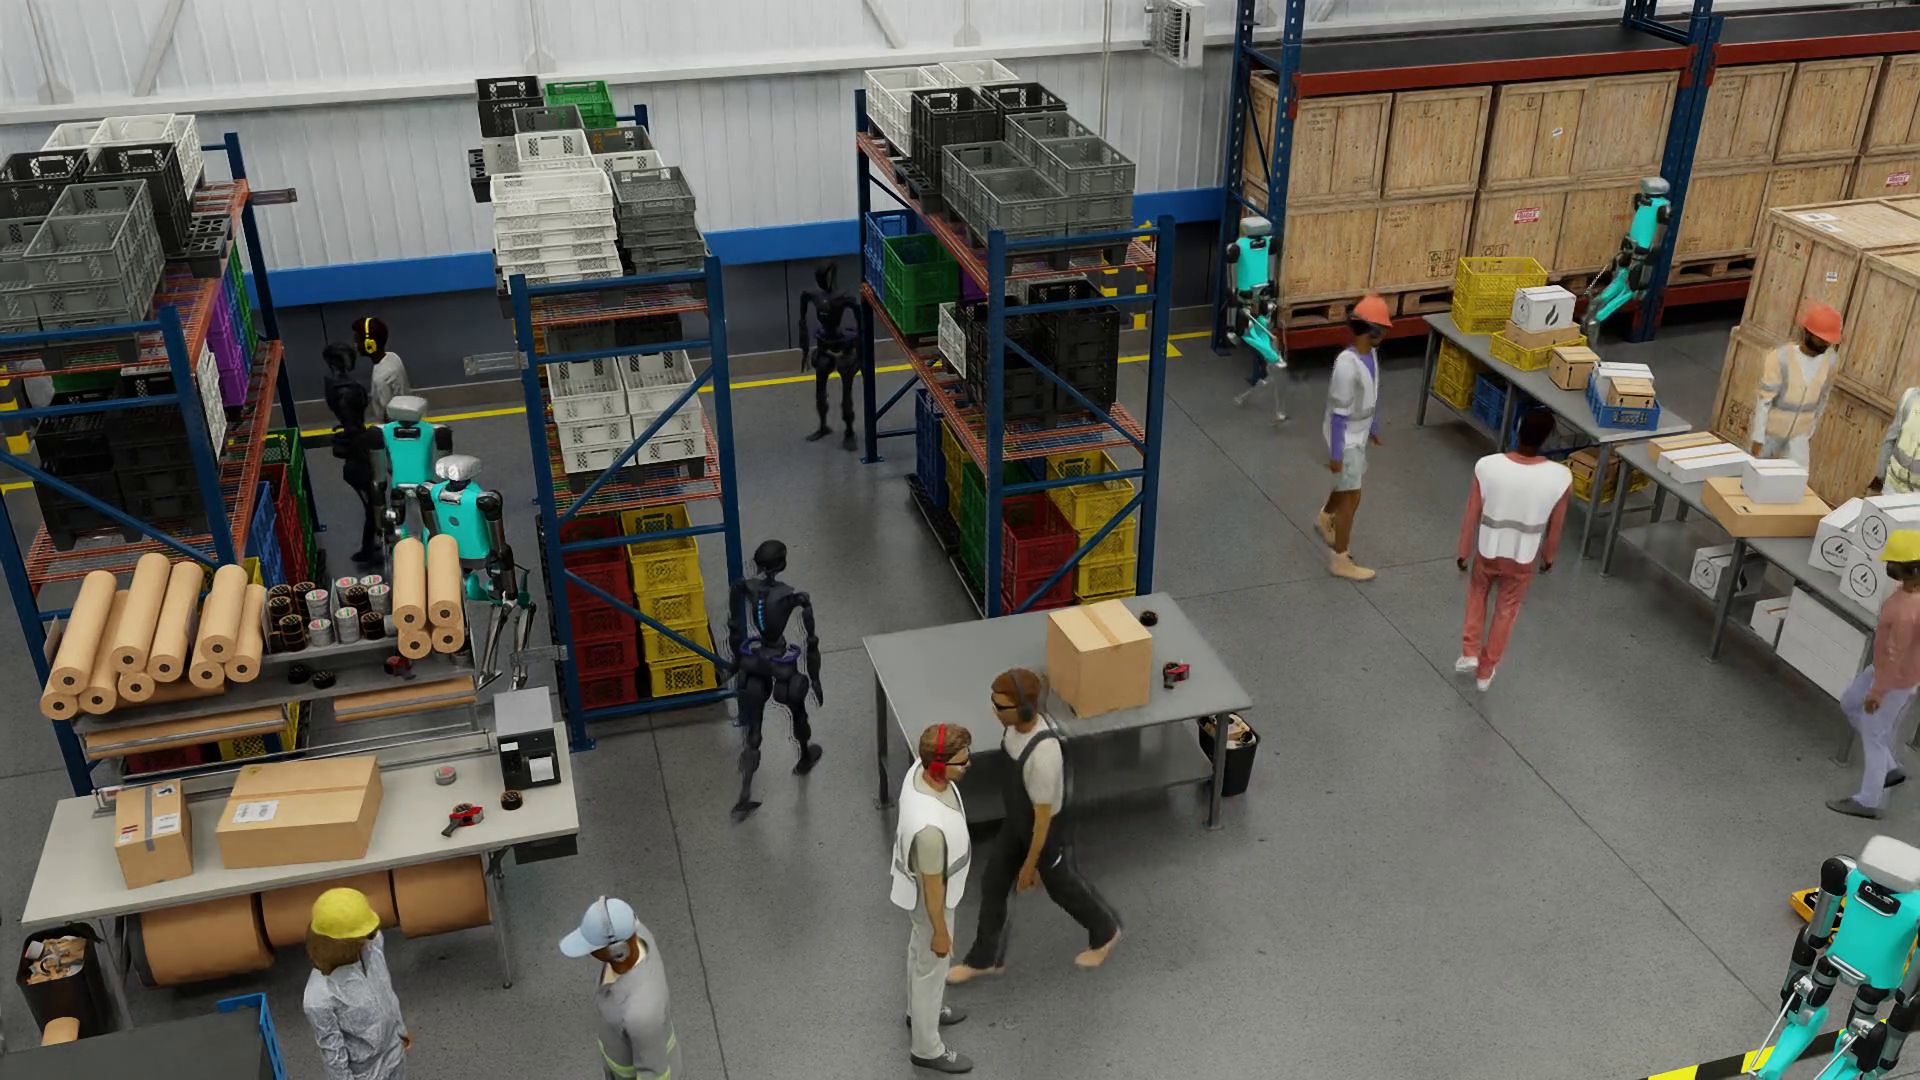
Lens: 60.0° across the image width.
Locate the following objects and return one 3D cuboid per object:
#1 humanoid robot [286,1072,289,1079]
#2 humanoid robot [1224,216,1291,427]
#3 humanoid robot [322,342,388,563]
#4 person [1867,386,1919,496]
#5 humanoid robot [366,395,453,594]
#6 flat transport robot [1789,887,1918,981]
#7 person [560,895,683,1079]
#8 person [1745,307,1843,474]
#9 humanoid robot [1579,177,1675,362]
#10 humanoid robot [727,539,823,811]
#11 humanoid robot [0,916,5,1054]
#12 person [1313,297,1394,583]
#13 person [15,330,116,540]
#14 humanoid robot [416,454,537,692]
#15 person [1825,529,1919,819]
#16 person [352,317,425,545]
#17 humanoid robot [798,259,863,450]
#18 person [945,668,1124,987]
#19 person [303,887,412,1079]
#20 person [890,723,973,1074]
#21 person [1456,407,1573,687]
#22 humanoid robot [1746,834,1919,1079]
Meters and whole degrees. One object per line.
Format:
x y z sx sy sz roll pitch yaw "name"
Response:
-2.383 2.544 6.076 0.608 1.656 0.304 -10 30 -18 "humanoid robot"
2.600 -1.738 13.885 0.535 1.782 1.058 -15 32 -26 "humanoid robot"
-4.286 -0.626 11.860 0.338 1.645 0.599 -8 30 -14 "humanoid robot"
6.477 -0.359 11.213 0.434 1.826 0.659 -17 33 -28 "person"
-3.487 0.048 10.582 0.558 1.758 0.964 -3 29 -6 "humanoid robot"
5.163 1.916 8.676 1.431 0.231 0.659 -8 30 -14 "flat transport robot"
-1.305 2.140 6.628 0.397 1.848 0.587 -9 30 -15 "person"
5.917 -0.757 11.863 0.554 1.877 1.024 2 29 4 "person"
5.859 -2.347 14.934 0.783 1.802 0.548 -3 29 -6 "humanoid robot"
-1.083 0.748 9.406 0.599 1.654 0.776 10 30 18 "humanoid robot"
-4.664 1.741 7.591 0.551 1.901 0.745 -14 32 -24 "humanoid robot"
2.780 -0.731 11.709 0.632 1.995 0.677 17 33 28 "person"
-6.566 -0.874 12.105 0.497 1.861 0.320 6 29 11 "person"
-2.867 0.152 10.221 0.533 1.677 0.735 8 30 14 "humanoid robot"
5.160 0.743 9.281 0.417 1.732 0.614 17 33 28 "person"
-3.984 -0.705 11.806 0.367 1.856 0.522 -6 29 -10 "person"
-1.009 -1.519 13.465 0.609 1.633 0.416 8 30 15 "humanoid robot"
0.399 1.394 8.039 0.946 1.799 0.581 -10 30 -18 "person"
-2.396 2.118 6.775 0.295 1.744 0.485 5 29 9 "person"
-0.132 1.614 7.589 0.373 1.840 0.568 -2 29 -3 "person"
3.420 0.056 10.373 0.588 1.898 0.473 10 30 18 "person"
3.504 2.015 6.827 0.735 1.681 0.533 -16 33 -27 "humanoid robot"
